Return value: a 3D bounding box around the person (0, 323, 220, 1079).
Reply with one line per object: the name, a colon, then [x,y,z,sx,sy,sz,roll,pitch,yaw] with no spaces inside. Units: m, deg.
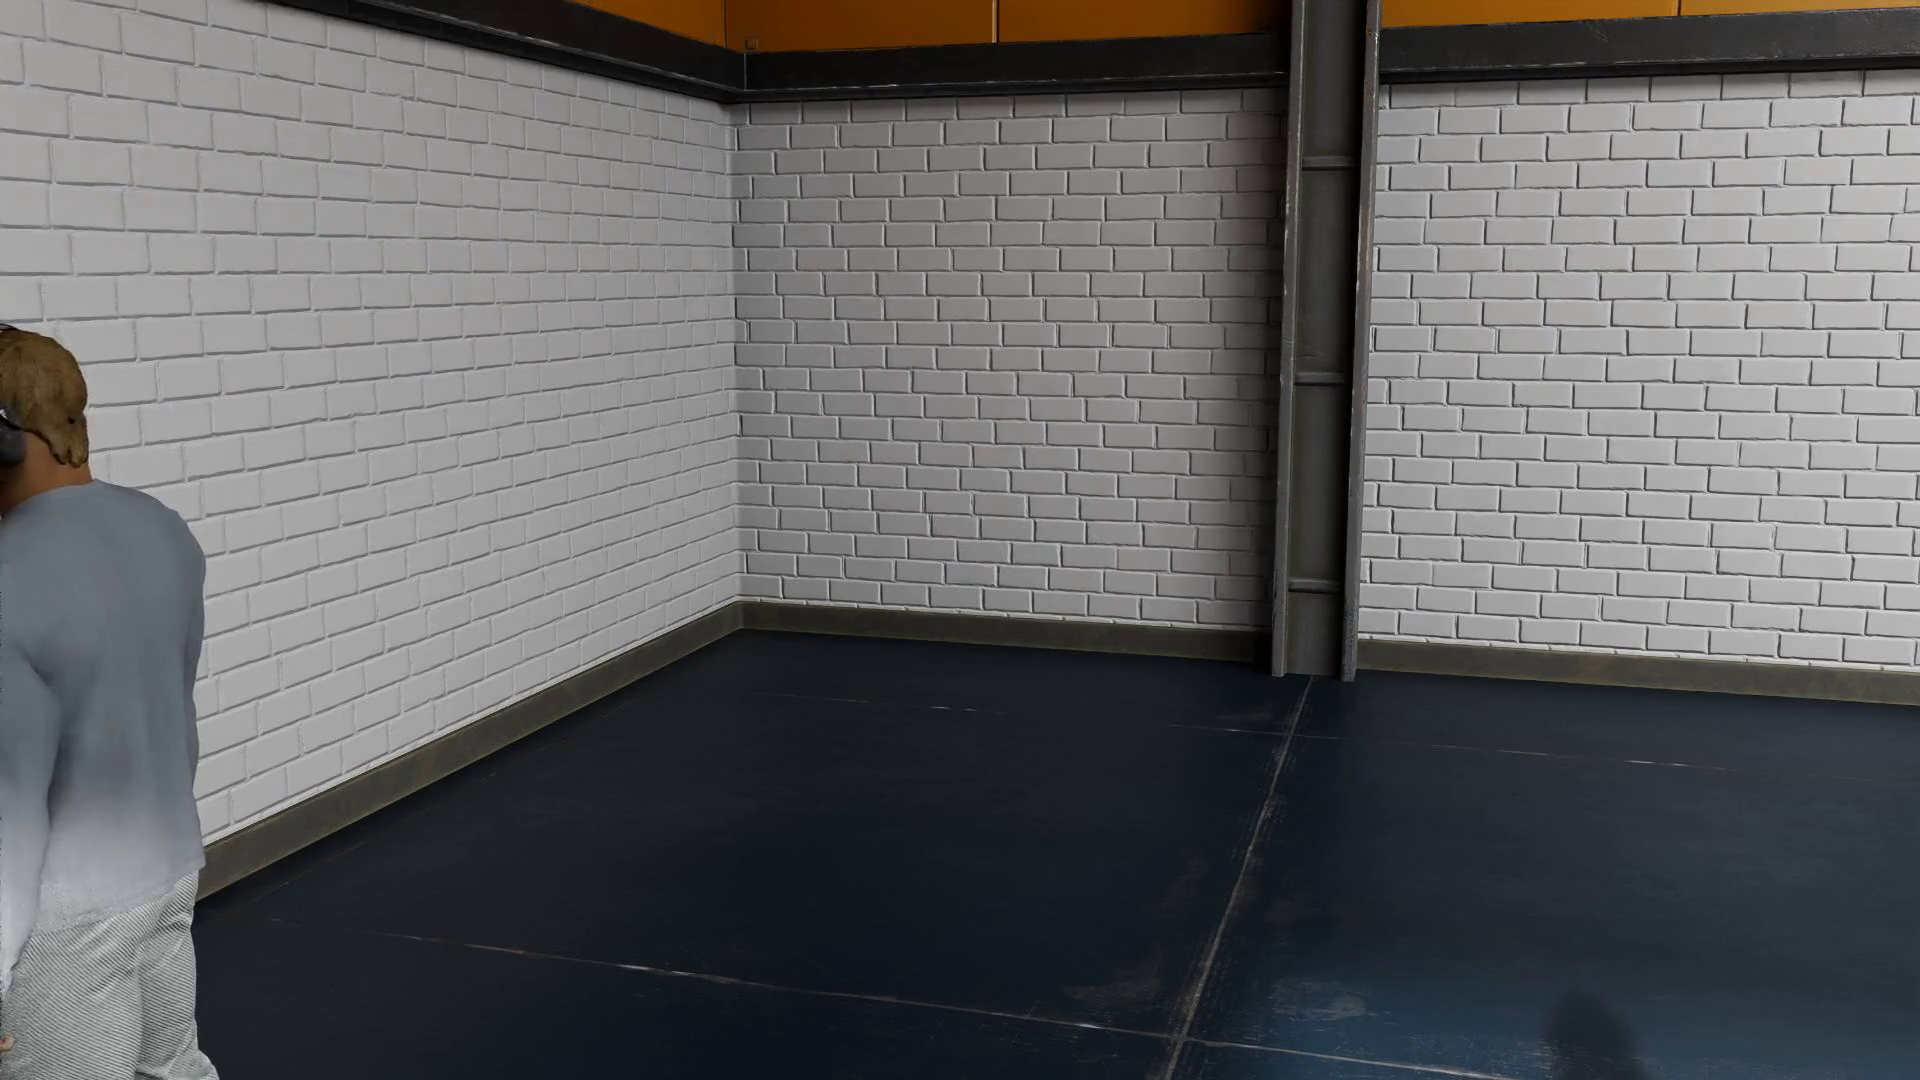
person: [-1.470,0.612,2.774,0.373,1.935,0.627,0,9,2]
